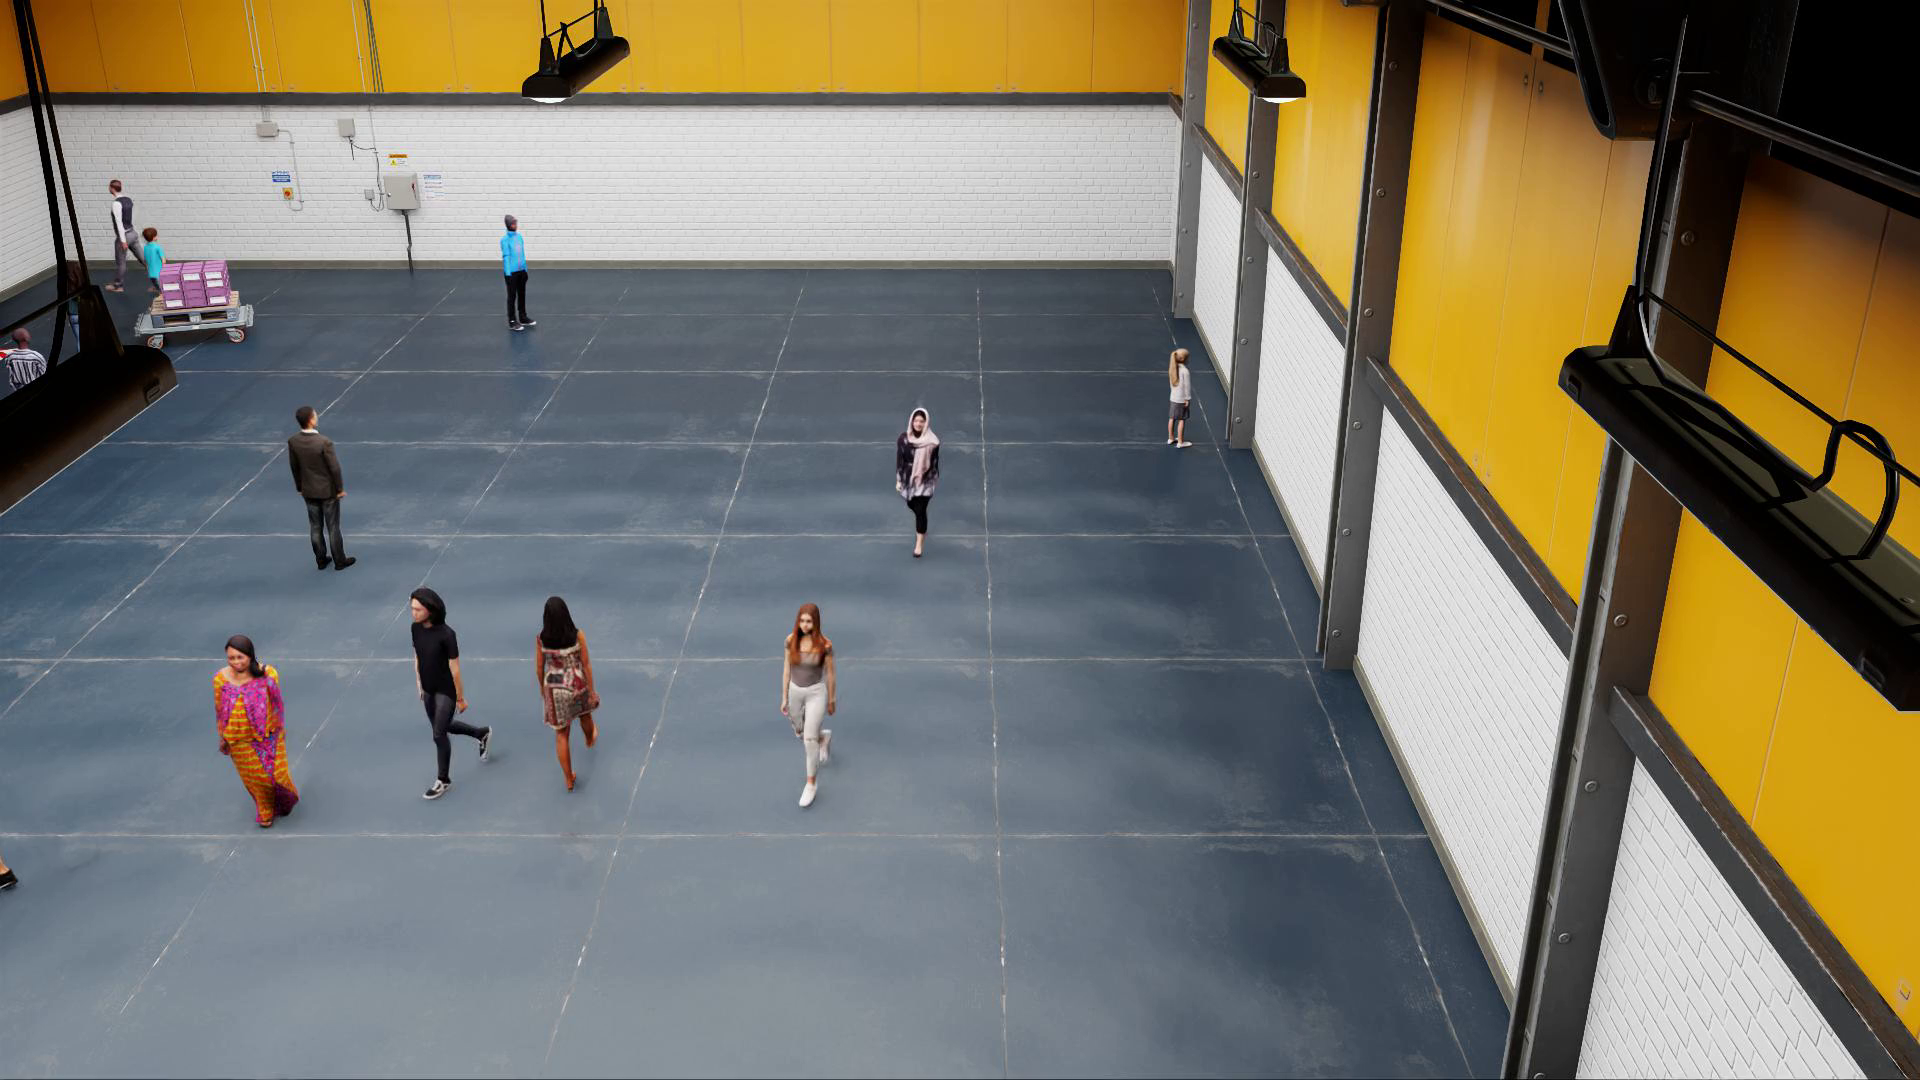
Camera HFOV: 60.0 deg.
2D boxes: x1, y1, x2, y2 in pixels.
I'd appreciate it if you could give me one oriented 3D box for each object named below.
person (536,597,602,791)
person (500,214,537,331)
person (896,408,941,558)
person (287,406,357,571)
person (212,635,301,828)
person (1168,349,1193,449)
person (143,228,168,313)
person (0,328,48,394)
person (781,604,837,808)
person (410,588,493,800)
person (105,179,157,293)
[{"bbox_3d":[-3.248,1.288,13.659,0.739,1.603,1.098,-2,24,-6],"label":"person"},{"bbox_3d":[-6.961,-4.197,25.962,0.740,1.799,0.630,12,26,26],"label":"person"},{"bbox_3d":[-0.461,-0.684,18.170,0.748,1.603,1.138,4,24,9],"label":"person"},{"bbox_3d":[-6.785,-0.545,17.605,0.717,1.801,0.599,4,24,9],"label":"person"},{"bbox_3d":[-5.575,1.479,13.151,0.701,1.660,0.764,-4,24,-10],"label":"person"},{"bbox_3d":[2.796,-1.817,21.169,0.662,1.277,0.587,-15,28,-30],"label":"person"},{"bbox_3d":[-12.842,-4.239,26.512,0.698,1.435,0.950,7,25,16],"label":"person"},{"bbox_3d":[-11.275,-1.710,20.278,0.658,1.793,0.580,-3,24,-6],"label":"person"},{"bbox_3d":[-1.213,1.267,13.585,0.810,1.701,1.087,8,25,17],"label":"person"},{"bbox_3d":[-4.192,1.183,13.646,0.989,1.805,1.136,15,28,30],"label":"person"},{"bbox_3d":[-13.811,-5.035,27.758,0.825,1.895,1.201,3,24,6],"label":"person"}]
